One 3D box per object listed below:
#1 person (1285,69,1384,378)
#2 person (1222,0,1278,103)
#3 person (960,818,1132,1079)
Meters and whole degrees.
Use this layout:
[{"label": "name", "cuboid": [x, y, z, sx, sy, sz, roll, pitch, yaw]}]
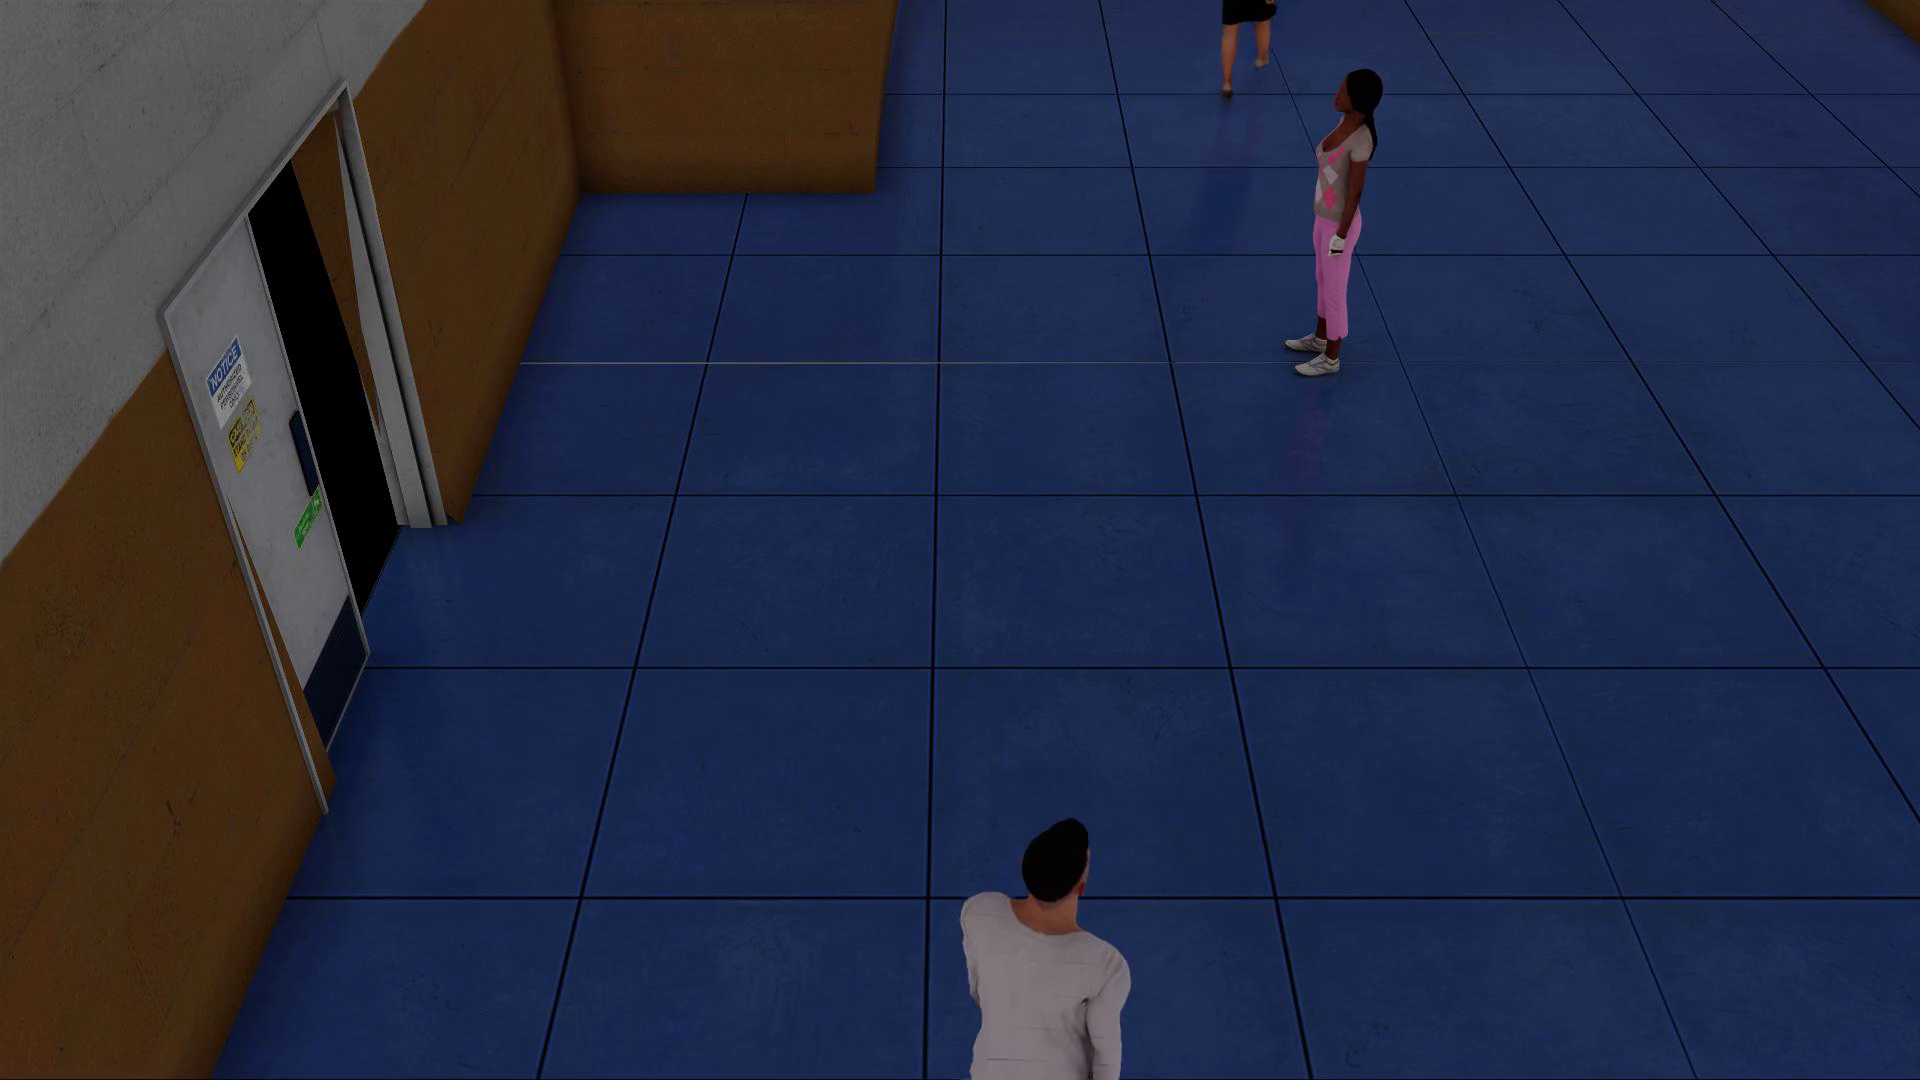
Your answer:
[{"label": "person", "cuboid": [2.059, -1.721, 9.054, 0.504, 1.742, 0.567, -1, 37, -1]}, {"label": "person", "cuboid": [2.092, -4.059, 12.193, 1.094, 1.711, 0.964, 15, 40, 19]}, {"label": "person", "cuboid": [0.182, 1.532, 4.669, 1.117, 1.801, 1.057, 17, 40, 21]}]
